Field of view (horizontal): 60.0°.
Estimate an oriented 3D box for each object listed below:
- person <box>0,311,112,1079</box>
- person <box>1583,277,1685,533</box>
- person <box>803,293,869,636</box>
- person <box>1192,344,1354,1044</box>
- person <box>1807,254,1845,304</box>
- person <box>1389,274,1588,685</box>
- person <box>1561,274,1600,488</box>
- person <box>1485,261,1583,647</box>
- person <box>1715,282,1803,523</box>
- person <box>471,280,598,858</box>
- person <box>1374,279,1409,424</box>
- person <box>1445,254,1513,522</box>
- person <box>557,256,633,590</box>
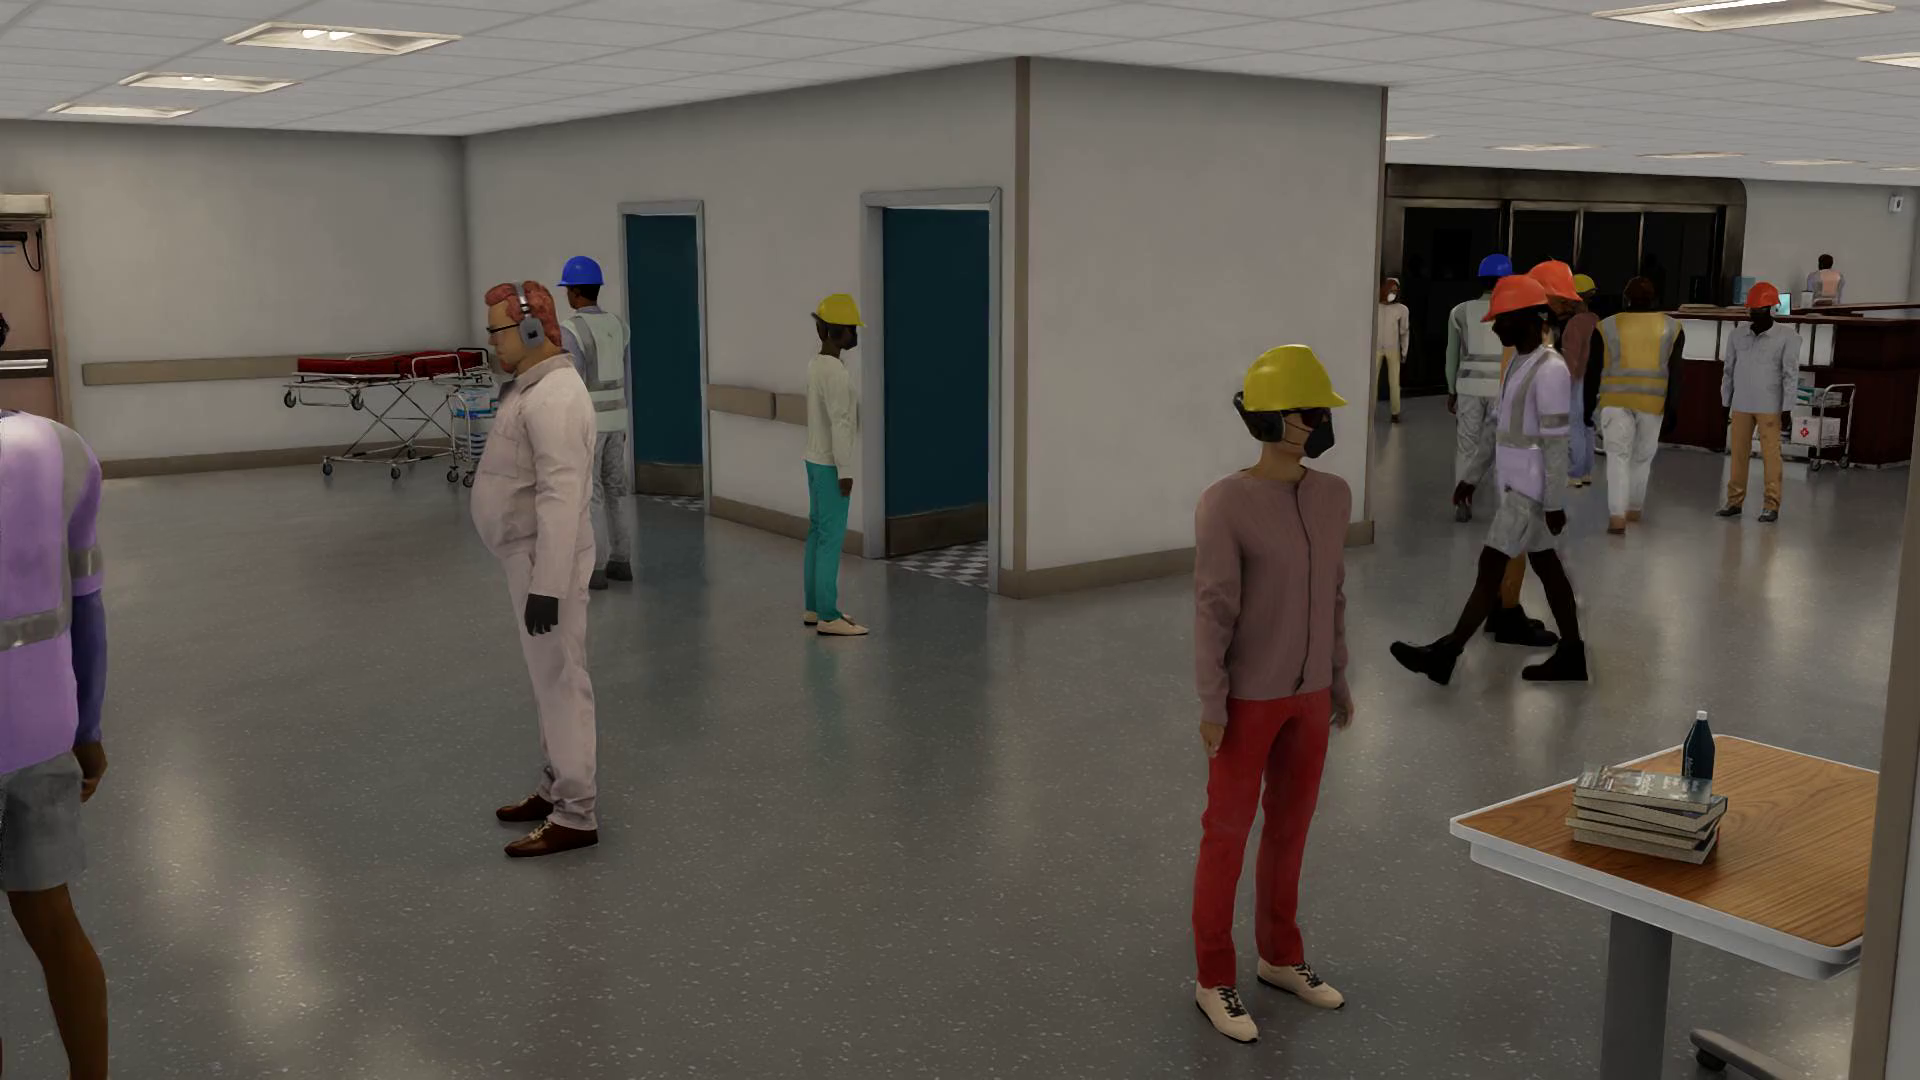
[{"bbox_3d":[-2.042,0.410,3.428,0.408,2.033,0.612,3,11,18],"label":"person"},{"bbox_3d":[4.750,-0.958,11.776,0.638,1.794,0.984,3,10,15],"label":"person"},{"bbox_3d":[-0.643,-0.391,8.649,0.330,1.765,0.533,-3,11,-18],"label":"person"},{"bbox_3d":[0.813,0.386,4.281,0.533,1.772,0.297,-7,12,-35],"label":"person"},{"bbox_3d":[14.103,-3.748,27.235,0.625,1.846,0.429,-1,10,-5],"label":"person"},{"bbox_3d":[2.478,-0.257,7.603,0.969,1.874,0.540,1,10,7],"label":"person"},{"bbox_3d":[5.127,-1.317,13.836,0.322,1.769,0.523,9,13,40],"label":"person"},{"bbox_3d":[2.908,-0.437,8.432,0.369,1.931,0.552,2,10,9],"label":"person"},{"bbox_3d":[5.807,-1.001,12.135,0.361,1.742,0.563,-7,12,-35],"label":"person"},{"bbox_3d":[-1.411,0.093,5.556,0.409,1.903,0.639,-3,11,-17],"label":"person"},{"bbox_3d":[4.781,-2.122,18.743,0.533,1.622,0.294,3,11,16],"label":"person"},{"bbox_3d":[3.807,-1.080,12.000,0.605,1.944,0.402,6,12,29],"label":"person"},{"bbox_3d":[-2.166,-0.684,9.776,0.401,1.945,0.614,4,11,23],"label":"person"}]
